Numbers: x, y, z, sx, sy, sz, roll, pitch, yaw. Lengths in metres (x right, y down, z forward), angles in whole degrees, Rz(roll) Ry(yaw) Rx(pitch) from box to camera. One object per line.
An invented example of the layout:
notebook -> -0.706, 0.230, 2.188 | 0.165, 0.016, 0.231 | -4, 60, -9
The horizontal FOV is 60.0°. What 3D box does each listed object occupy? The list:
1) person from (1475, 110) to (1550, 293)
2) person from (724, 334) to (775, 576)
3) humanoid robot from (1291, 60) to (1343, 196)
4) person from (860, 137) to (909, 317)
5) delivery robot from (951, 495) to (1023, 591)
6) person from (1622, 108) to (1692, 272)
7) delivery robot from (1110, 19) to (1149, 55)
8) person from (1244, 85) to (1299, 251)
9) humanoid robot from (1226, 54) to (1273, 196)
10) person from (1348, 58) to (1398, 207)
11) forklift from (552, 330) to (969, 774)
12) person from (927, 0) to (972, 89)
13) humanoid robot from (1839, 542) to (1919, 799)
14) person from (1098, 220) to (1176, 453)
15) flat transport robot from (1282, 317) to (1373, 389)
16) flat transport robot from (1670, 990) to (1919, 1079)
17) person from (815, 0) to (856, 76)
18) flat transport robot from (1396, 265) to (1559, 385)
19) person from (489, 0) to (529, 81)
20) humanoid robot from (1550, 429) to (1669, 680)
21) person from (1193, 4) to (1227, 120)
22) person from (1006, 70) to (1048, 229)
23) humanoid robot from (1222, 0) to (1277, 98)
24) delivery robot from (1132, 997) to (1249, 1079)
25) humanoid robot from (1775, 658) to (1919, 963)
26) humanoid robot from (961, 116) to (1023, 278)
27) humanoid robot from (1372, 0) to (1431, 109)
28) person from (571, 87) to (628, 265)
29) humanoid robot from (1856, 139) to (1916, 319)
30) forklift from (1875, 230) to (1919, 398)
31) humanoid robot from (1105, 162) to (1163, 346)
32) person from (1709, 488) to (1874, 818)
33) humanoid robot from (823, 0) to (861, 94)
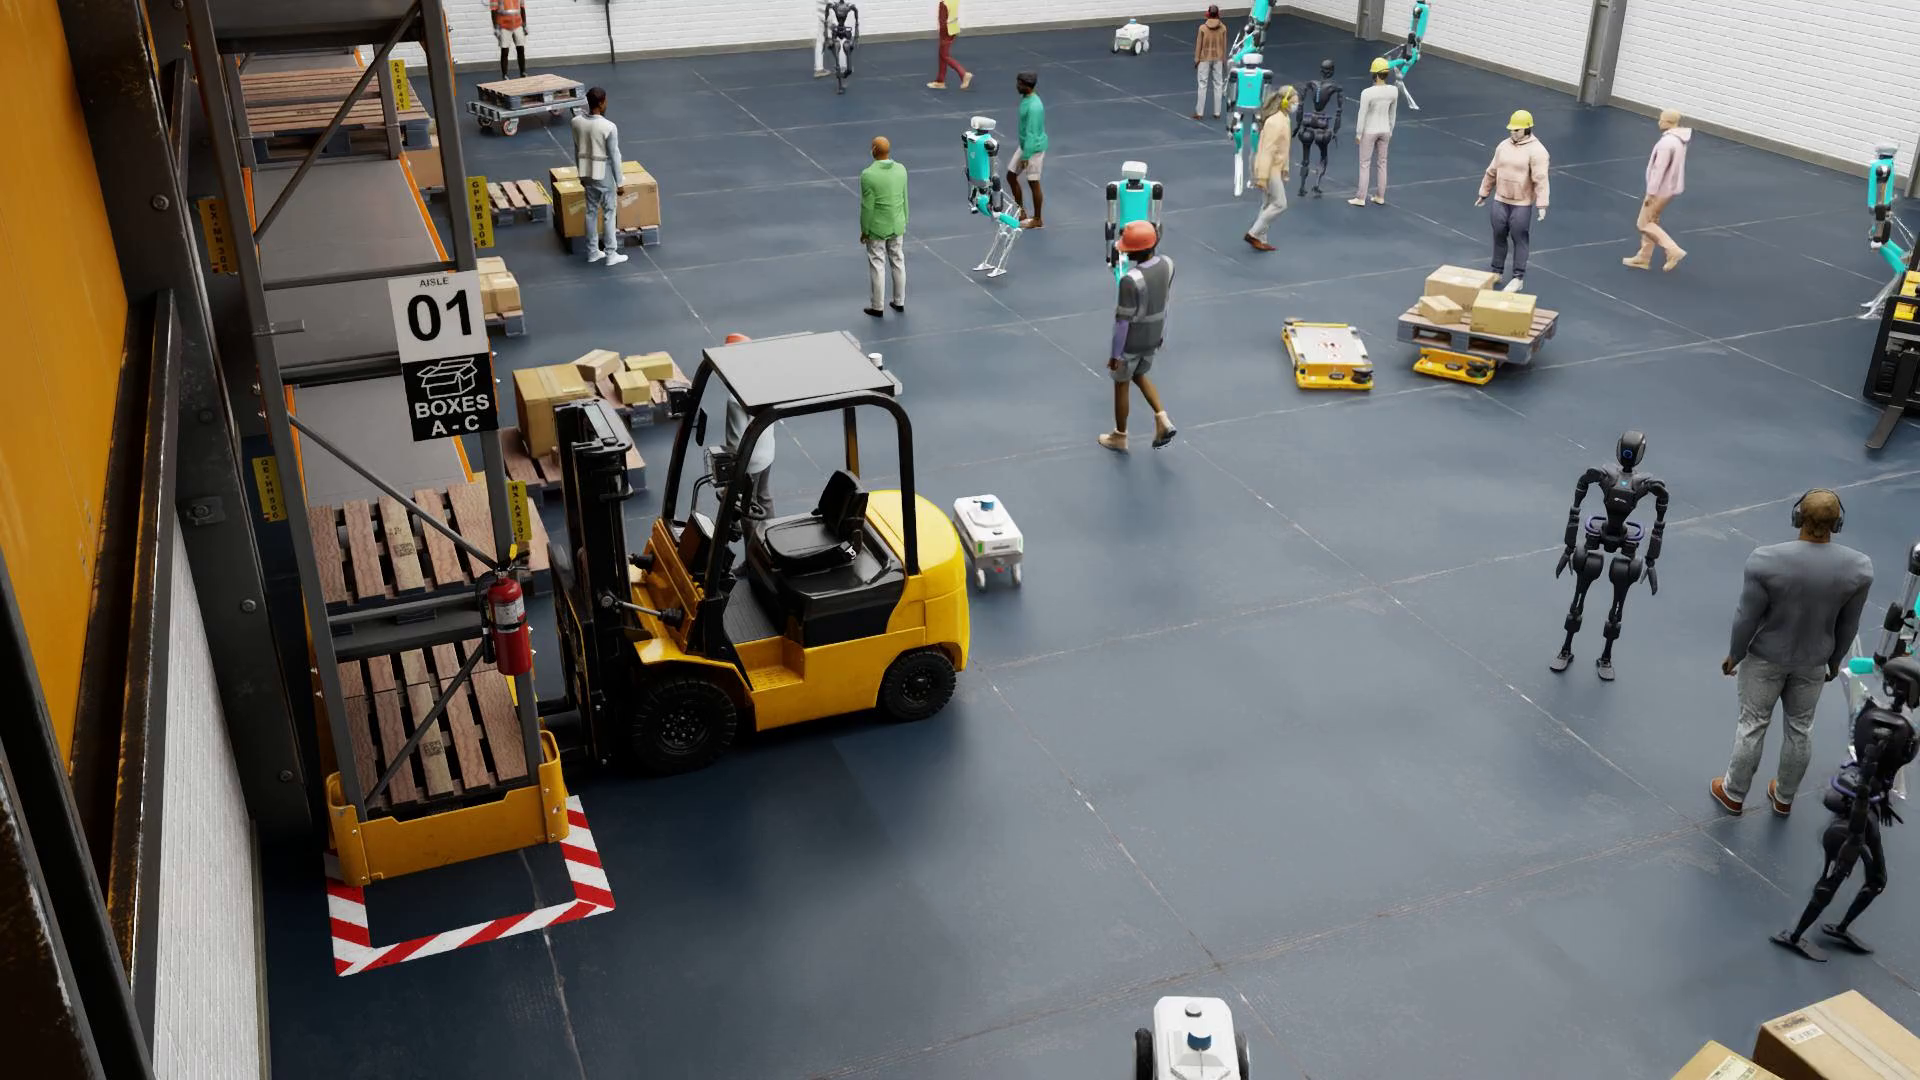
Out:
person -> 5.746, -3.519, 17.223 | 0.434, 1.855, 0.819 | -20, 33, -34
person -> -1.471, -0.589, 11.523 | 0.349, 1.738, 0.571 | 8, 28, 16
humanoid robot -> 4.394, -5.096, 20.567 | 0.609, 1.641, 0.356 | 14, 30, 26
person -> -0.752, -3.095, 16.459 | 0.550, 1.782, 0.384 | -18, 32, -31
delivery robot -> 0.188, -0.024, 11.735 | 0.499, 0.611, 0.815 | -7, 27, -13
person -> 7.500, -3.698, 17.679 | 0.585, 1.763, 0.541 | 19, 32, 33
delivery robot -> 3.032, -8.857, 29.273 | 0.520, 0.582, 0.741 | 16, 31, 28
person -> 3.461, -4.076, 18.343 | 0.426, 1.853, 0.561 | 8, 28, 16
humanoid robot -> 3.585, -5.147, 20.672 | 0.539, 1.859, 0.827 | 6, 27, 12
person -> 5.014, -4.934, 20.145 | 0.526, 1.760, 0.333 | -10, 28, -20
forklift -> -1.094, 0.010, 9.831 | 2.313, 2.155, 1.214 | -10, 28, -20
person -> -0.156, -7.971, 26.199 | 0.732, 1.747, 0.474 | 10, 28, 18
humanoid robot -> 5.263, 0.575, 9.246 | 0.559, 1.814, 0.754 | 0, 27, 1
person -> 1.416, -1.603, 13.247 | 0.649, 1.998, 0.628 | -23, 35, -38
flat transport robot -> 3.399, -1.732, 15.431 | 0.659, 0.231, 1.431 | 2, 27, 3
flat transport robot -> 3.127, 2.734, 6.549 | 0.659, 0.231, 1.431 | -11, 29, -21
person -> -2.075, -8.581, 27.281 | 0.812, 1.851, 0.605 | -19, 32, -33
flat transport robot -> 4.813, -1.796, 15.560 | 0.659, 0.231, 1.431 | 16, 31, 29
person -> -7.137, -8.165, 26.364 | 0.614, 1.951, 0.404 | -21, 34, -36
humanoid robot -> 4.006, 0.088, 10.228 | 0.599, 1.657, 0.315 | 12, 29, 22
person -> 3.669, -6.999, 24.379 | 0.461, 1.646, 0.315 | -3, 27, -5
person -> 0.715, -4.475, 19.146 | 0.620, 1.829, 0.537 | -5, 27, -10
humanoid robot -> 4.349, -7.758, 25.811 | 1.017, 1.755, 0.565 | -11, 29, -21
delivery robot -> 1.003, 2.305, 7.072 | 0.499, 0.583, 0.758 | 1, 27, 2
humanoid robot -> 4.272, 1.296, 7.845 | 0.491, 1.642, 0.598 | 20, 33, 34
humanoid robot -> 0.405, -3.608, 17.380 | 0.735, 1.677, 0.533 | -18, 32, -31
humanoid robot -> 6.565, -7.374, 25.083 | 1.025, 1.784, 0.531 | 15, 30, 28
person -> -3.892, -3.916, 17.961 | 0.595, 1.906, 0.407 | 13, 29, 24
humanoid robot -> 9.199, -3.023, 16.340 | 0.785, 1.744, 0.551 | 11, 29, 21
forklift -> 9.029, -2.397, 14.618 | 1.214, 2.155, 2.313 | 18, 32, 32
humanoid robot -> 1.601, -2.570, 15.445 | 0.542, 1.784, 0.669 | 2, 27, 5
person -> 4.413, 0.625, 8.895 | 0.627, 1.933, 0.379 | 4, 27, 9
humanoid robot -> -1.847, -7.875, 26.086 | 0.602, 1.633, 0.514 | 1, 27, 2
